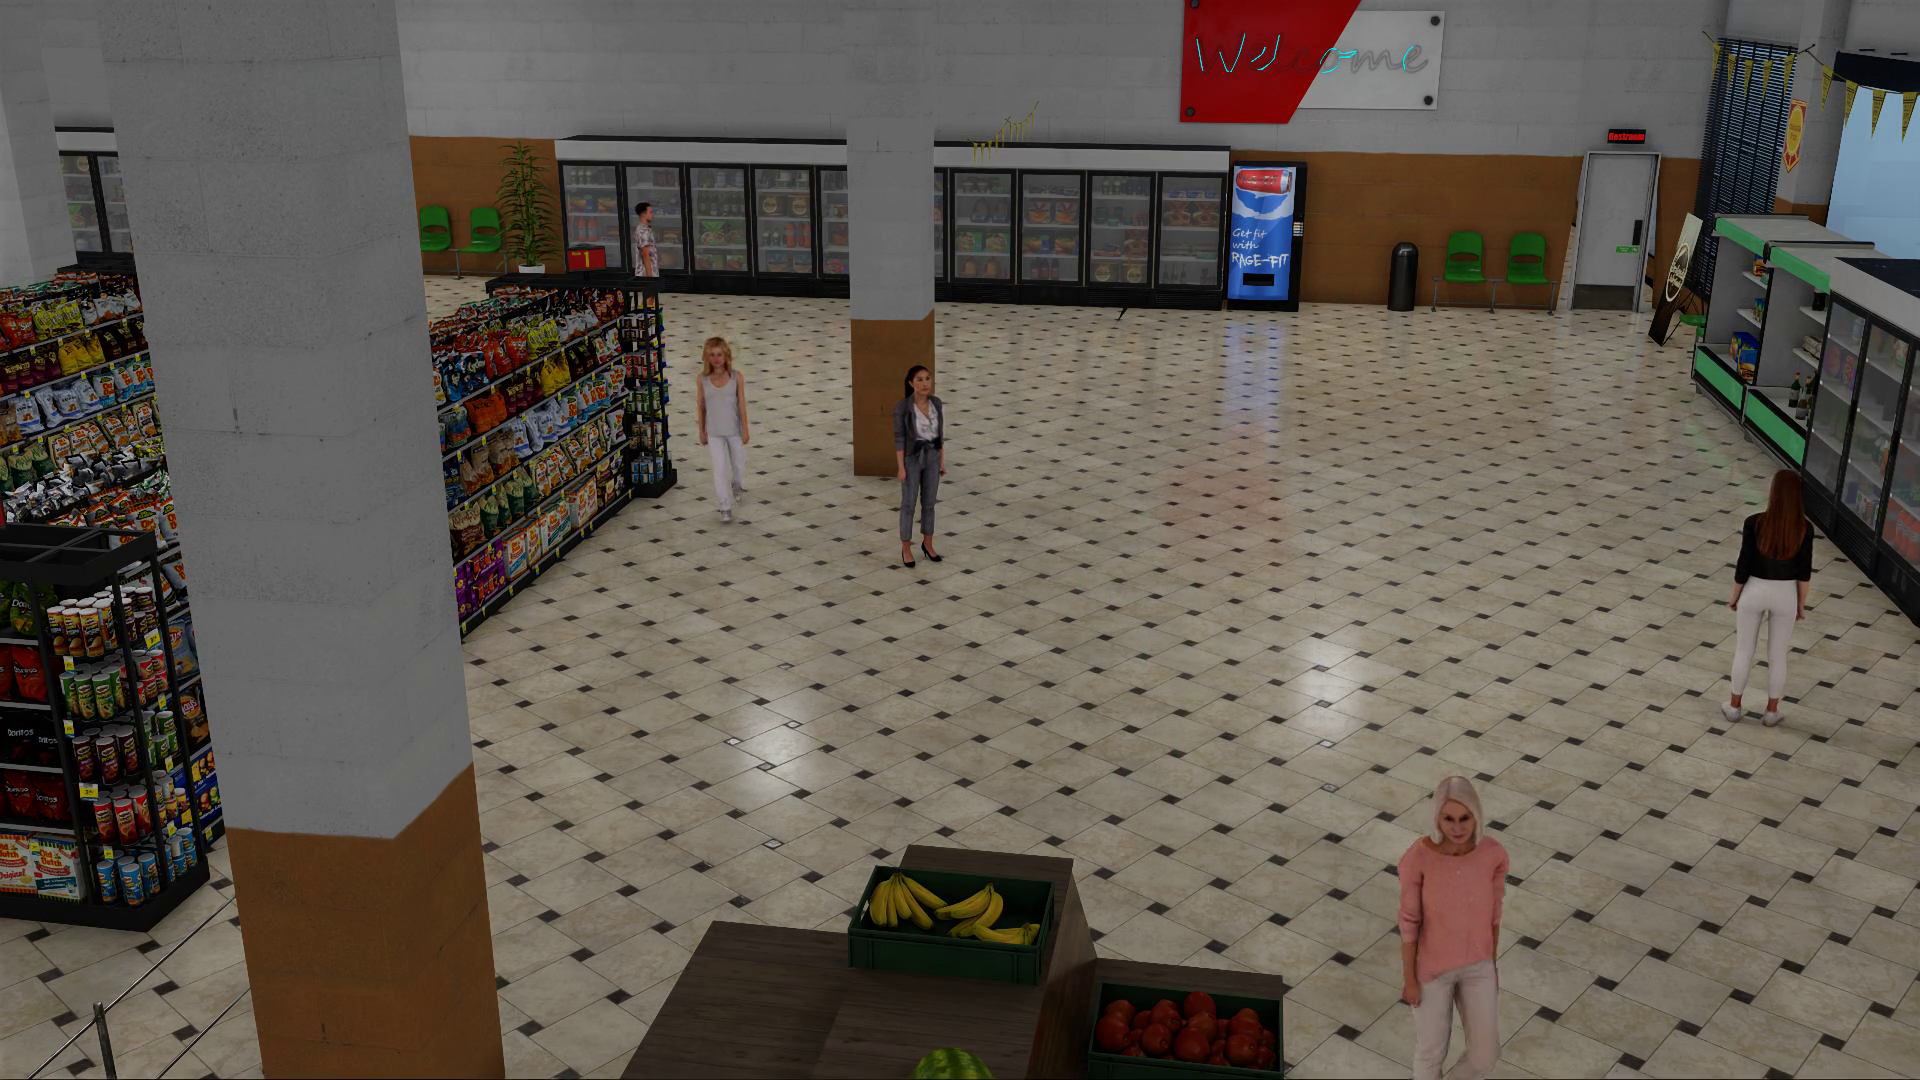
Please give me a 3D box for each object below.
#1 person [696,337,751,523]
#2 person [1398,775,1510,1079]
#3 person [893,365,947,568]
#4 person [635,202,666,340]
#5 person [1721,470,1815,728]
[{"bbox_3d":[-2.104,-1.014,14.914,0.751,1.655,0.930,-2,19,-6],"label":"person"},{"bbox_3d":[1.961,1.695,6.791,0.682,1.711,0.673,-2,19,-7],"label":"person"},{"bbox_3d":[-0.335,-0.621,13.711,0.726,1.679,0.782,-12,22,-31],"label":"person"},{"bbox_3d":[-4.243,-3.649,22.477,0.803,1.816,0.661,-5,19,-14],"label":"person"},{"bbox_3d":[5.217,0.375,10.725,0.651,1.699,0.598,8,20,22],"label":"person"}]
